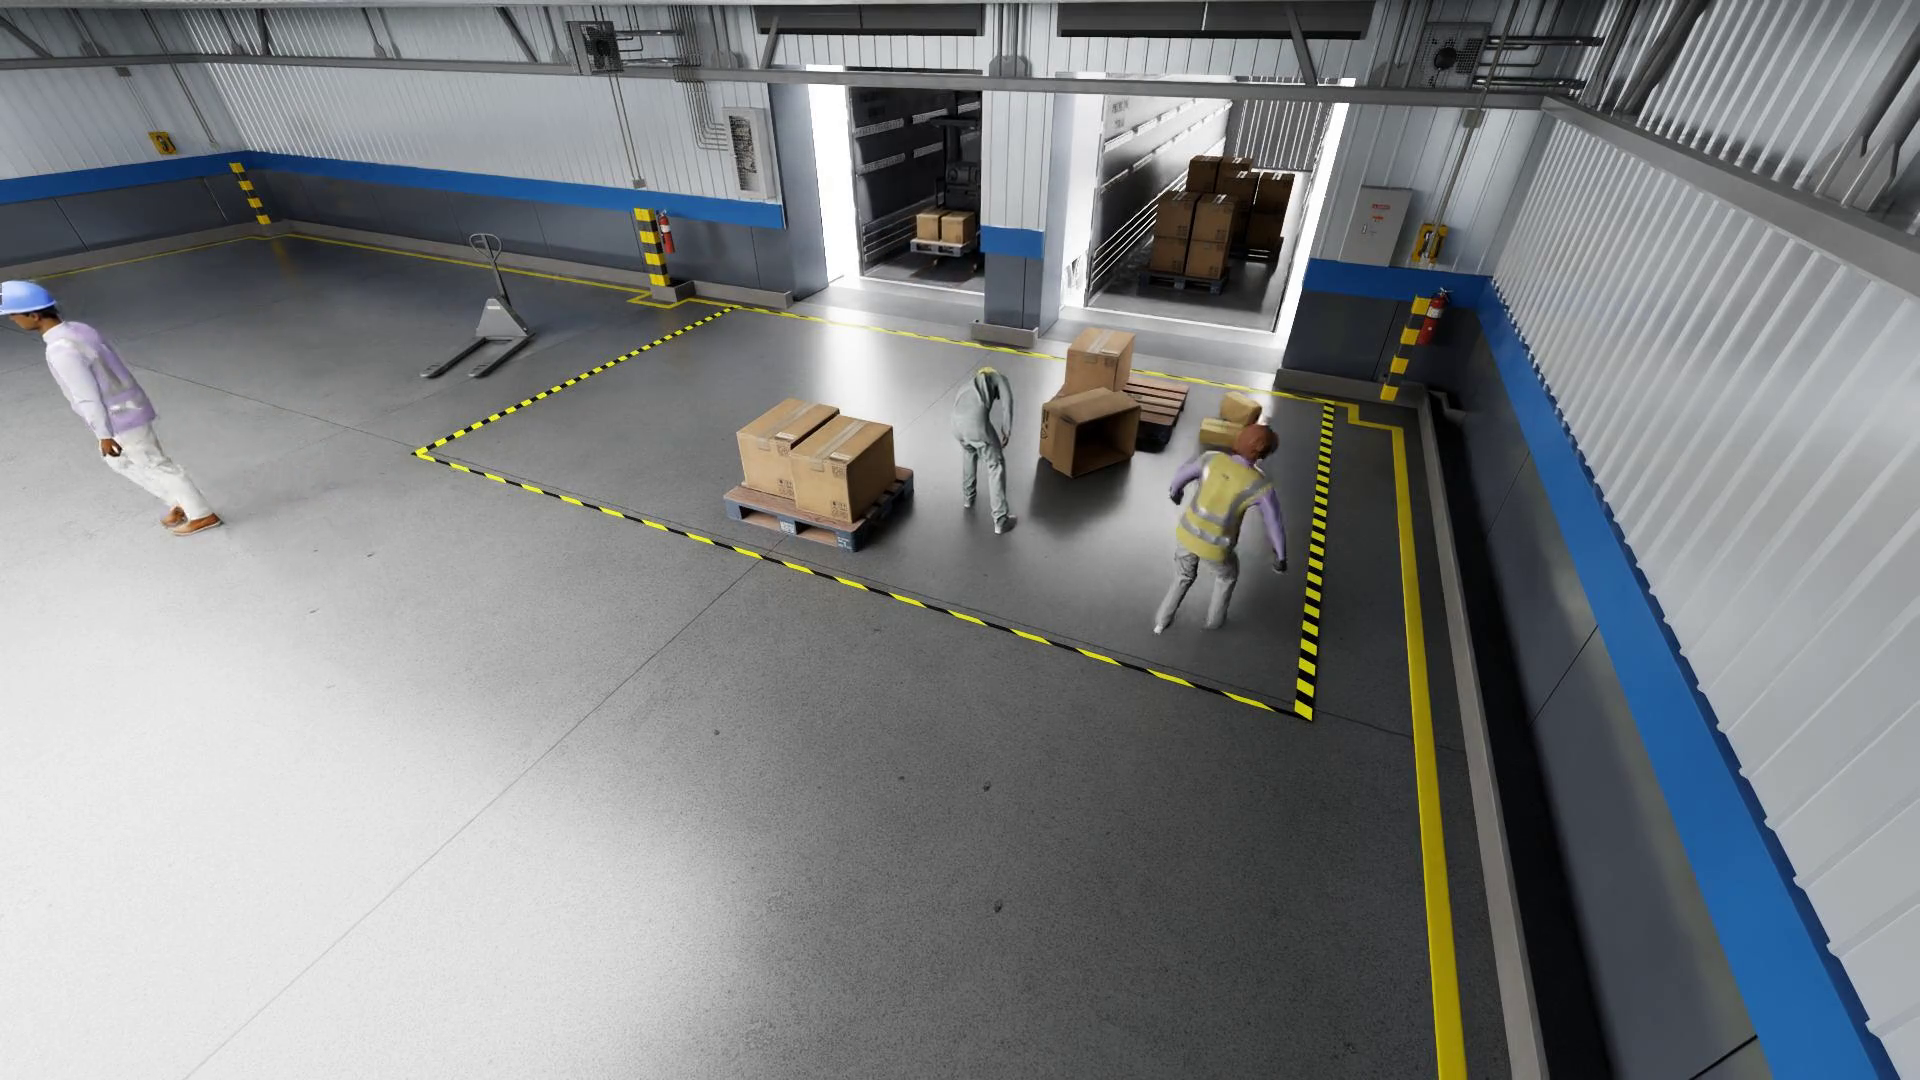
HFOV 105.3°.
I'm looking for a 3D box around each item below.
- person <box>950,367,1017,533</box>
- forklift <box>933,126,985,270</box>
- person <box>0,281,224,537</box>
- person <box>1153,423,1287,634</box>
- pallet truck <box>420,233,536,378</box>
[{"bbox_3d":[0.241,-0.768,5.818,0.768,1.112,0.831,-29,45,-34],"label":"person"},{"bbox_3d":[0.269,-5.629,11.831,0.716,2.013,0.776,14,38,19],"label":"forklift"},{"bbox_3d":[-6.023,-0.863,5.228,0.455,1.936,0.631,-24,42,-30],"label":"person"},{"bbox_3d":[1.546,0.005,4.593,0.686,1.514,0.886,-26,43,-32],"label":"person"},{"bbox_3d":[-5.664,-2.712,8.427,0.680,1.201,1.601,0,35,-1],"label":"pallet truck"}]
